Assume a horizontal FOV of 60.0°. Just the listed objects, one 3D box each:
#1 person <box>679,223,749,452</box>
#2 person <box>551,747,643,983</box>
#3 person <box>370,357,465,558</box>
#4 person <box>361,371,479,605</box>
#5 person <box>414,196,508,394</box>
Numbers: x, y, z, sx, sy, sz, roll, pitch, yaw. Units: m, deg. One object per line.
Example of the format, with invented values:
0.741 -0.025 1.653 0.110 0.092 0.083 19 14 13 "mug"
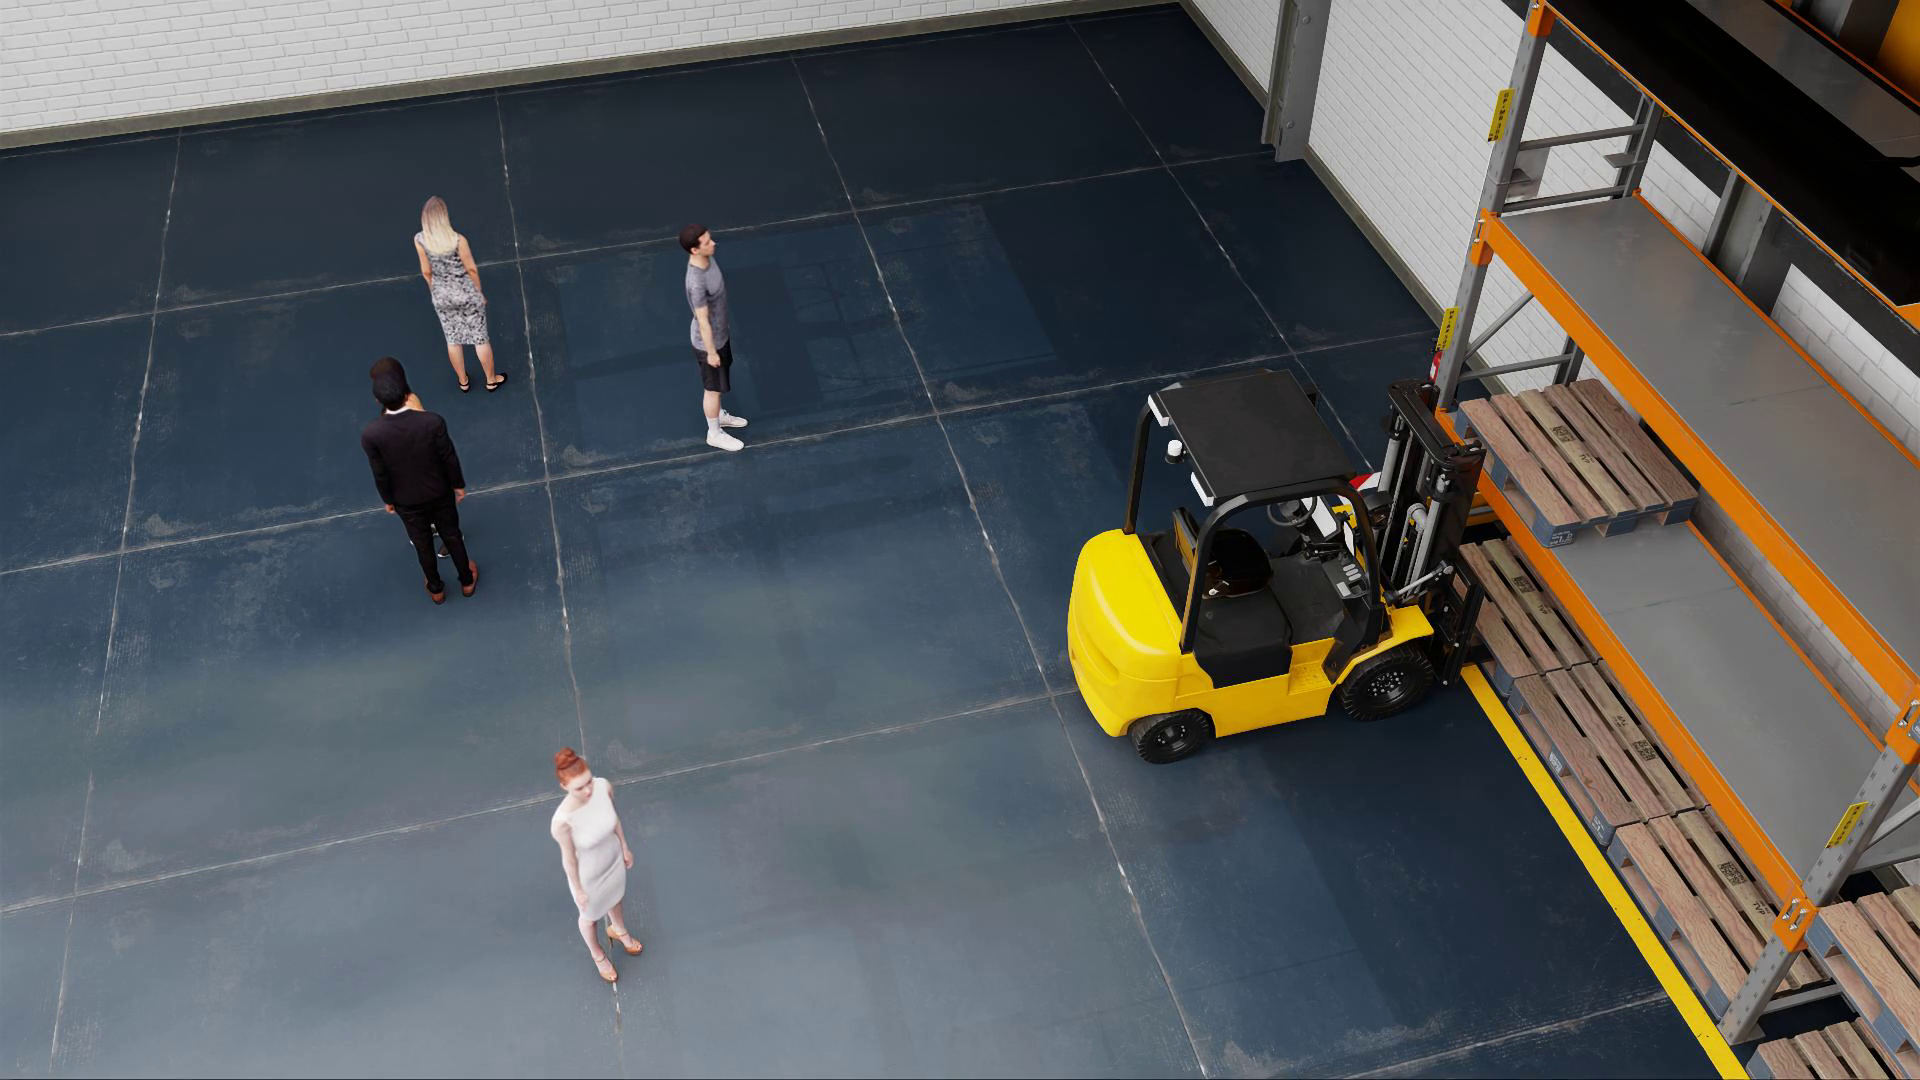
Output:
-1.836 -1.505 12.164 0.775 1.871 0.600 1 44 1 "person"
-1.934 1.731 8.825 0.669 1.793 0.624 25 49 24 "person"
-3.713 -0.583 11.363 0.629 1.642 0.694 23 48 22 "person"
-3.541 -0.333 10.925 0.711 1.884 0.568 -14 45 -14 "person"
-3.828 -1.840 12.637 0.626 1.705 0.600 3 44 3 "person"
